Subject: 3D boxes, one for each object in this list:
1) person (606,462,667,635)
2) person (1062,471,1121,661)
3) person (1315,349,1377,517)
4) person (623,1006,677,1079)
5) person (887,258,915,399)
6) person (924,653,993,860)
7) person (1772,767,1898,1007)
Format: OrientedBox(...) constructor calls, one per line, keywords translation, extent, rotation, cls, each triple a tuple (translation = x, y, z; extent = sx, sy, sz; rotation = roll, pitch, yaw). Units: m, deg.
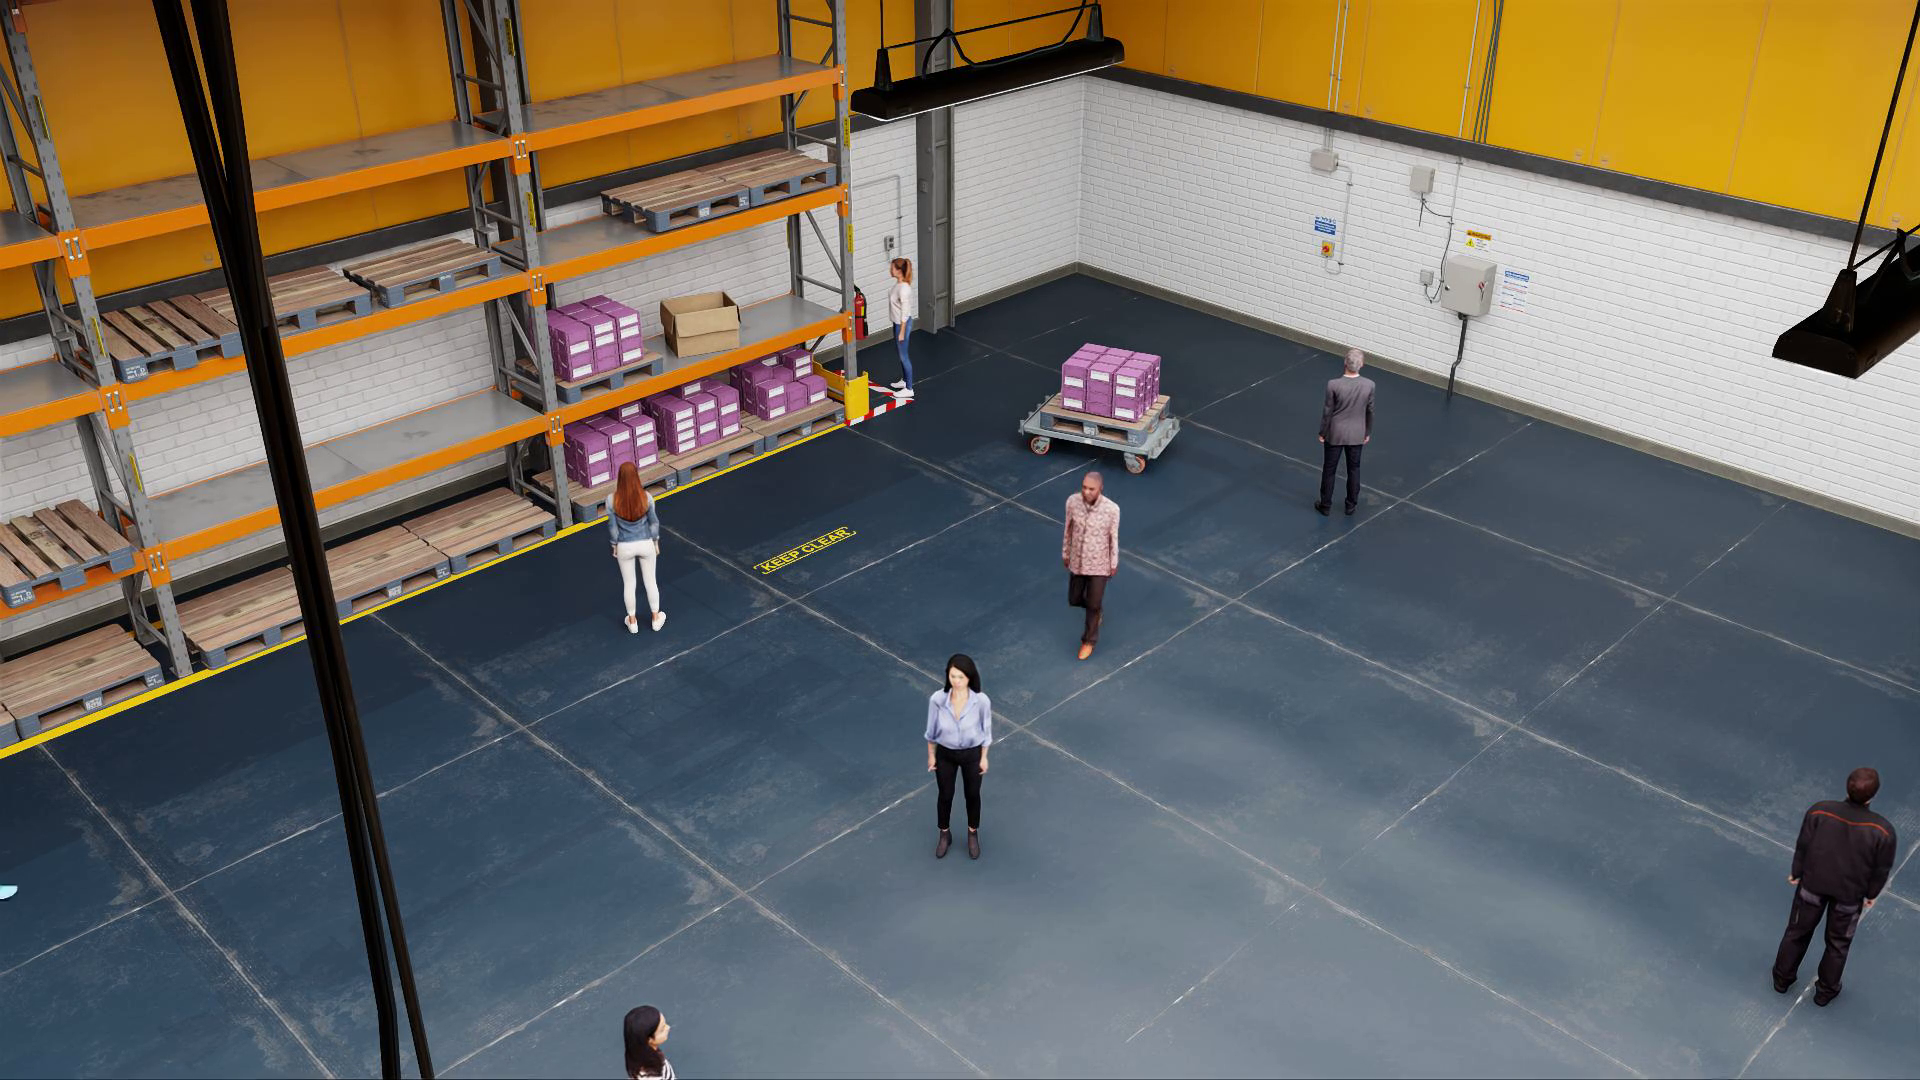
OrientedBox(translation=(-2.960, 0.072, 15.184), extent=(0.645, 1.703, 0.750), rotation=(-5, 29, -10), cls="person")
OrientedBox(translation=(1.203, 0.162, 14.932), extent=(0.870, 1.787, 1.031), rotation=(12, 31, 21), cls="person")
OrientedBox(translation=(3.990, -1.119, 17.222), extent=(0.789, 1.842, 0.859), rotation=(-1, 29, -2), cls="person")
OrientedBox(translation=(-1.677, 3.280, 9.205), extent=(0.577, 1.797, 0.631), rotation=(-14, 32, -24), cls="person")
OrientedBox(translation=(-0.696, -2.564, 20.000), extent=(0.716, 1.719, 0.686), rotation=(-3, 29, -6), cls="person")
OrientedBox(translation=(-0.002, 1.604, 12.332), extent=(0.732, 1.744, 0.777), rotation=(2, 29, 3), cls="person")
OrientedBox(translation=(5.767, 2.283, 10.991), extent=(0.757, 1.837, 0.629), rotation=(19, 34, 30), cls="person")
